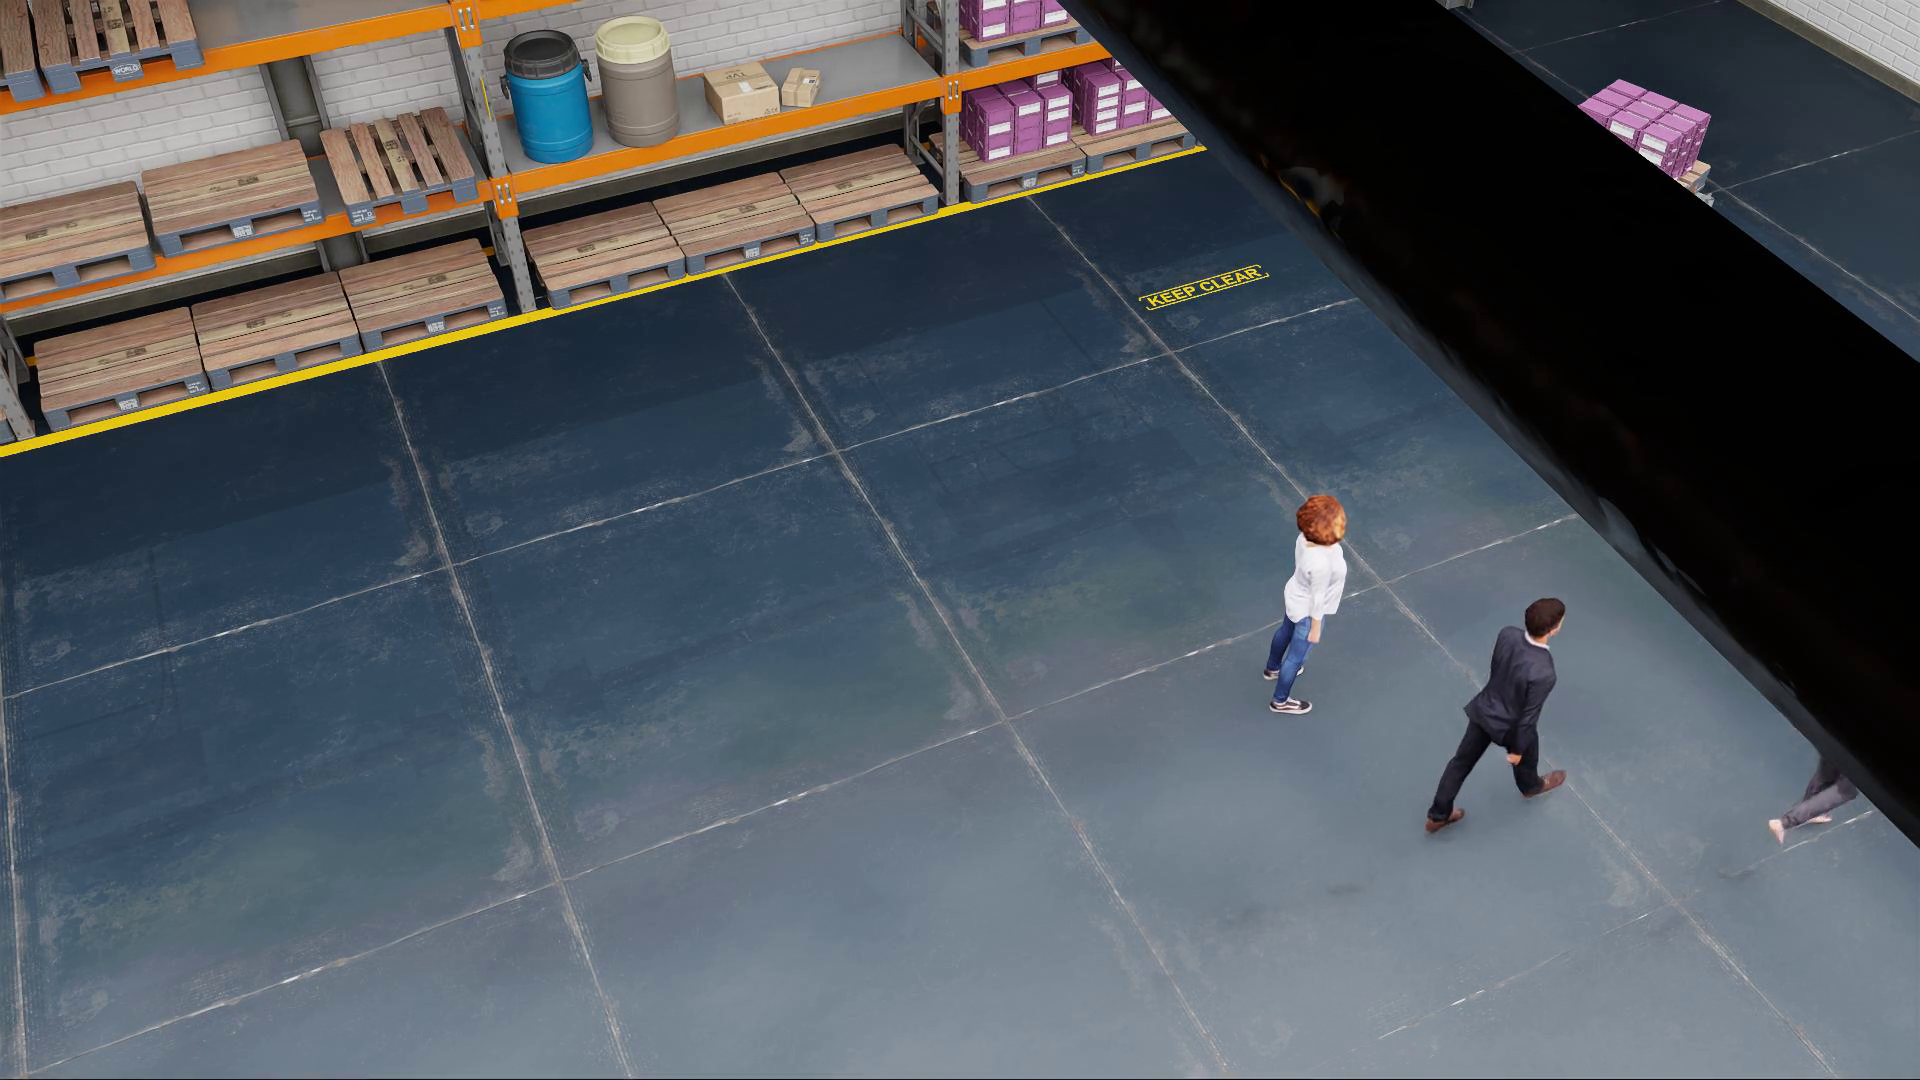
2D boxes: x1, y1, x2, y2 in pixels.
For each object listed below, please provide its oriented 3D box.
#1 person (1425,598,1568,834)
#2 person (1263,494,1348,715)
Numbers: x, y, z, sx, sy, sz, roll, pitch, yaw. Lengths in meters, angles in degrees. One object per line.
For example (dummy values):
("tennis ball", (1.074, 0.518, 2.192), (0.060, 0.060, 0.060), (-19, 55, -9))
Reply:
("person", (3.120, 1.090, 9.747), (1.173, 1.811, 0.667), (-18, 47, -18))
("person", (2.176, 0.392, 10.555), (0.713, 1.708, 0.717), (-1, 44, -1))
